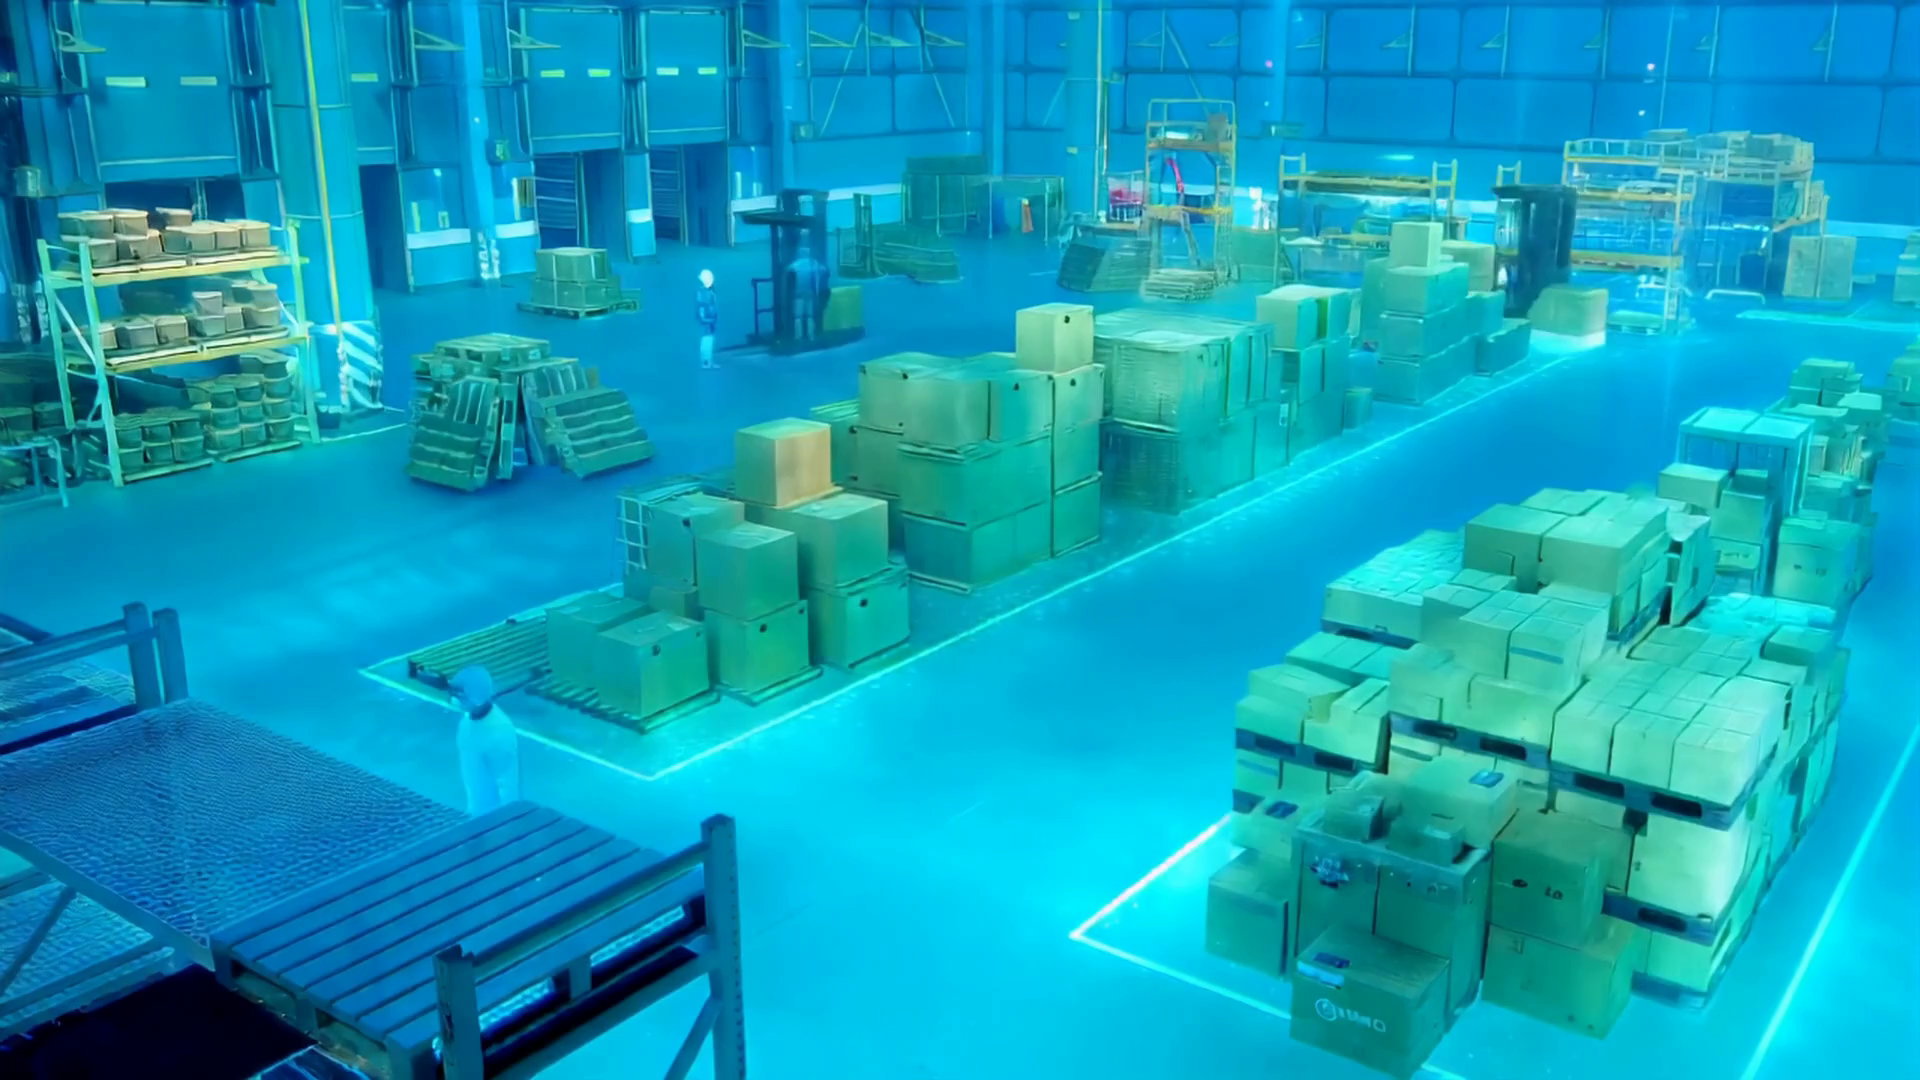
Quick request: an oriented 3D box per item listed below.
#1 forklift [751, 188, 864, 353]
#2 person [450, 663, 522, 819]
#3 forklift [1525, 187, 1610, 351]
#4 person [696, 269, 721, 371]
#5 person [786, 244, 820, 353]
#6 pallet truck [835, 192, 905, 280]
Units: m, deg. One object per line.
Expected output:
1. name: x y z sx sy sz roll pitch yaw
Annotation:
1. forklift: -2.759 -4.936 30.119 1.129 2.768 1.873 15 23 41
2. person: -2.797 1.641 9.948 0.354 1.937 0.636 -11 20 -32
3. forklift: 10.762 -4.964 30.212 1.129 2.768 1.873 -13 21 -37
4. person: -4.258 -3.719 28.106 0.319 1.696 0.532 5 17 16
5. person: -2.804 -4.306 29.664 0.634 1.929 0.387 -9 19 -27
6. pallet truck: -1.936 -7.159 38.982 1.885 1.965 0.823 -12 21 -34
